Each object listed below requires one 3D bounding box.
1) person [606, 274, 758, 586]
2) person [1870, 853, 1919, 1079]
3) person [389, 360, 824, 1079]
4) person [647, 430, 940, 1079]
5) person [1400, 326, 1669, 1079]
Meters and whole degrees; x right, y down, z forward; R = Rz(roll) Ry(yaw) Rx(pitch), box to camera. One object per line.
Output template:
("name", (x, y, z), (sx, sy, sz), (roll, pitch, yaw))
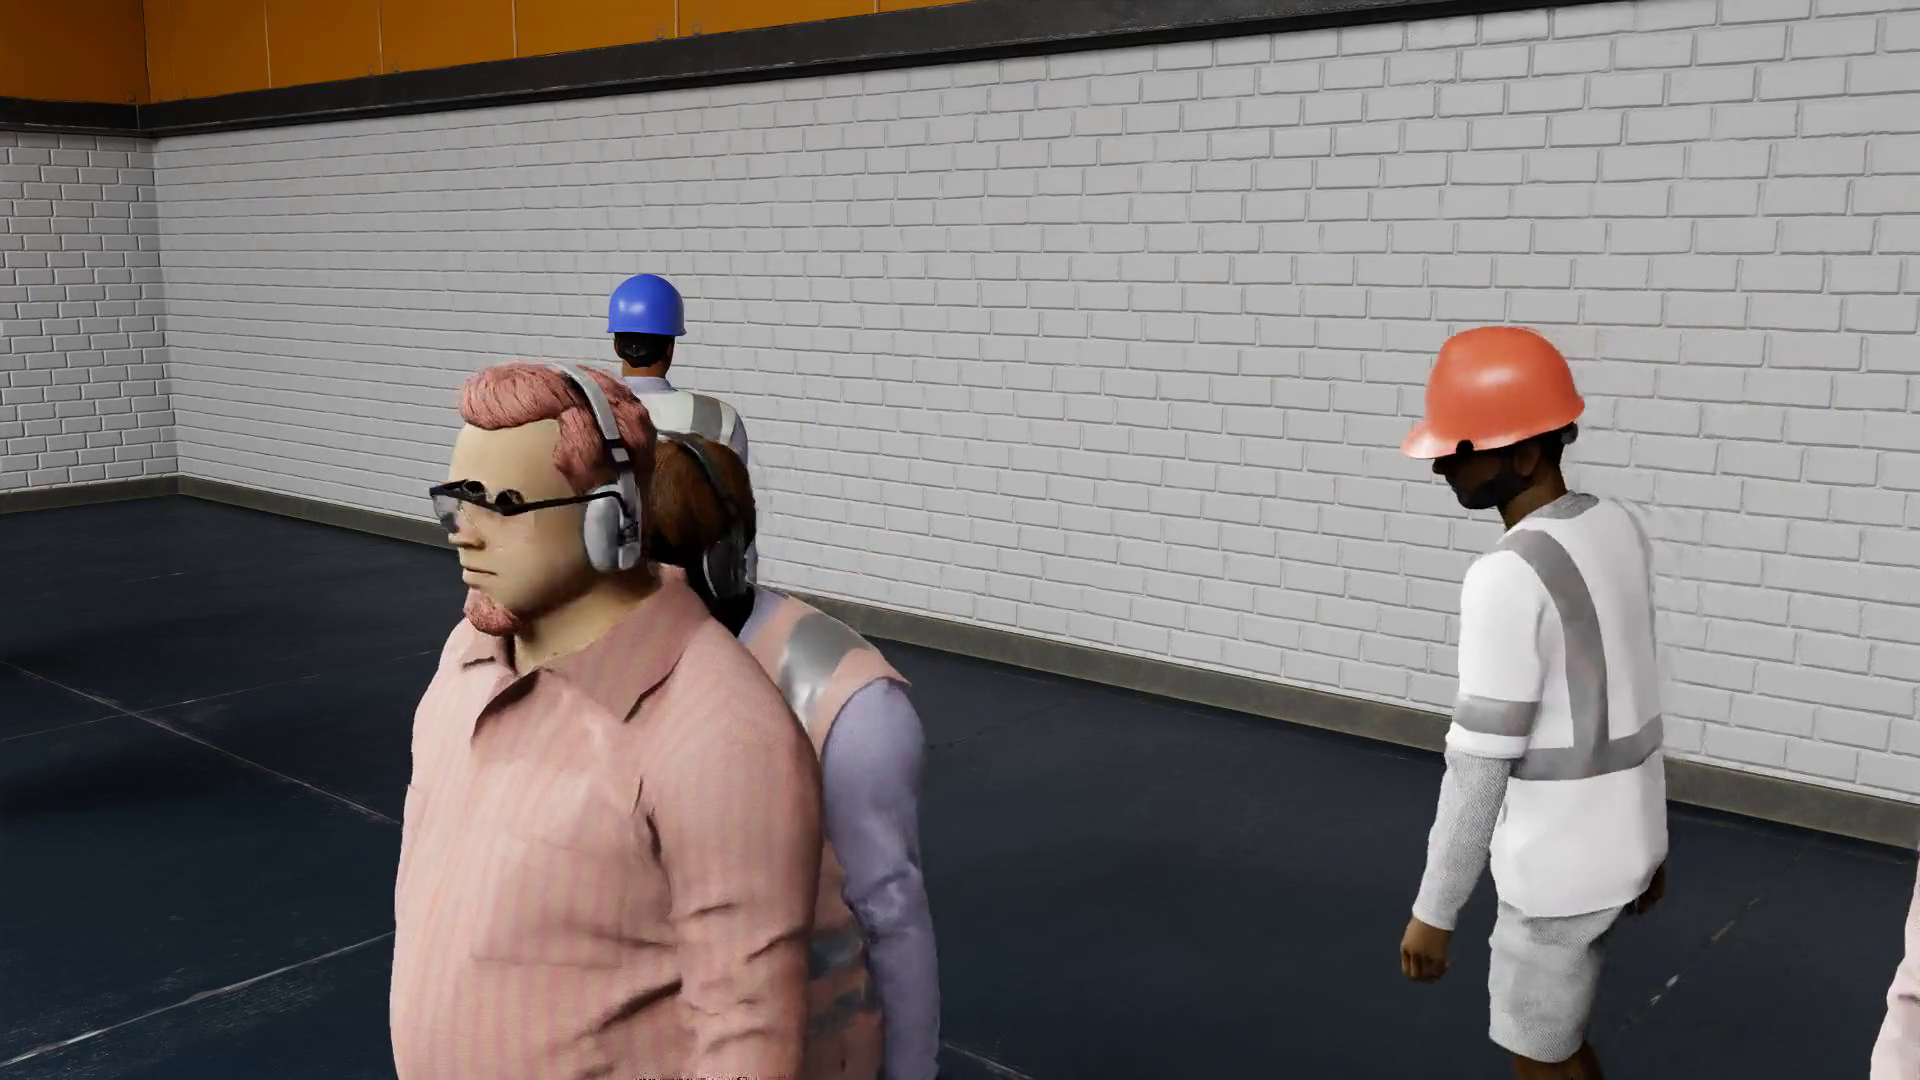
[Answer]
("person", (-0.894, 0.209, 4.853), (0.614, 1.945, 0.406), (-1, 10, -4))
("person", (1.307, 0.845, 1.849), (0.557, 1.726, 0.706), (5, 11, 28))
("person", (-0.452, 0.748, 1.967), (0.407, 1.907, 0.658), (-10, 14, -44))
("person", (-0.292, 0.703, 2.513), (0.642, 1.802, 0.792), (6, 12, 31))
("person", (1.049, 0.565, 2.990), (0.531, 1.889, 0.591), (8, 13, 39))
